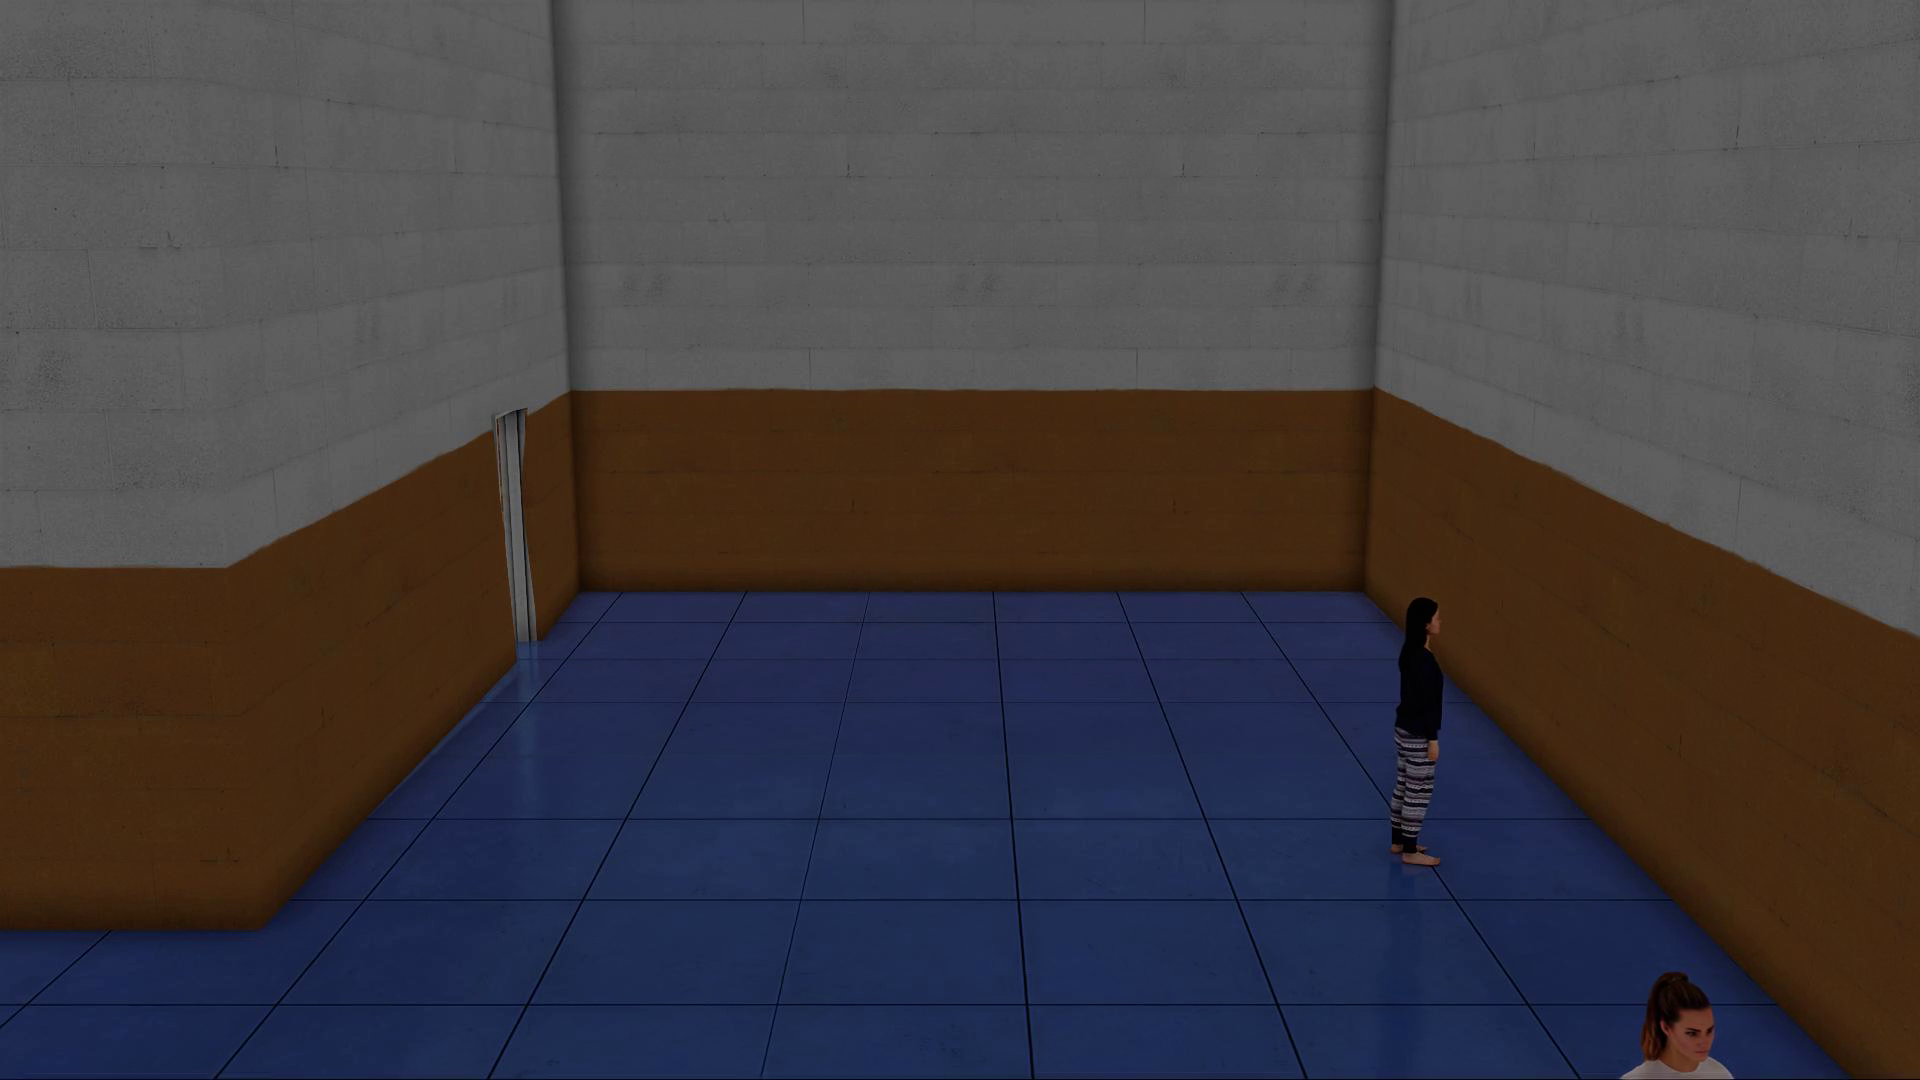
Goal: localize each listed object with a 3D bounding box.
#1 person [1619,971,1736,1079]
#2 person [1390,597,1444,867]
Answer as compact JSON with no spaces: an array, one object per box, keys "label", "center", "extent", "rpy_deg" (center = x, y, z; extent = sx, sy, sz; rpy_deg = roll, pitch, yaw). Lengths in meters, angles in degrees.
[{"label":"person","center":[2.364,2.282,5.579],"extent":[0.575,1.720,0.729],"rpy_deg":[-4,12,-17]},{"label":"person","center":[2.920,1.210,10.637],"extent":[0.535,1.735,0.616],"rpy_deg":[-1,12,-4]}]
